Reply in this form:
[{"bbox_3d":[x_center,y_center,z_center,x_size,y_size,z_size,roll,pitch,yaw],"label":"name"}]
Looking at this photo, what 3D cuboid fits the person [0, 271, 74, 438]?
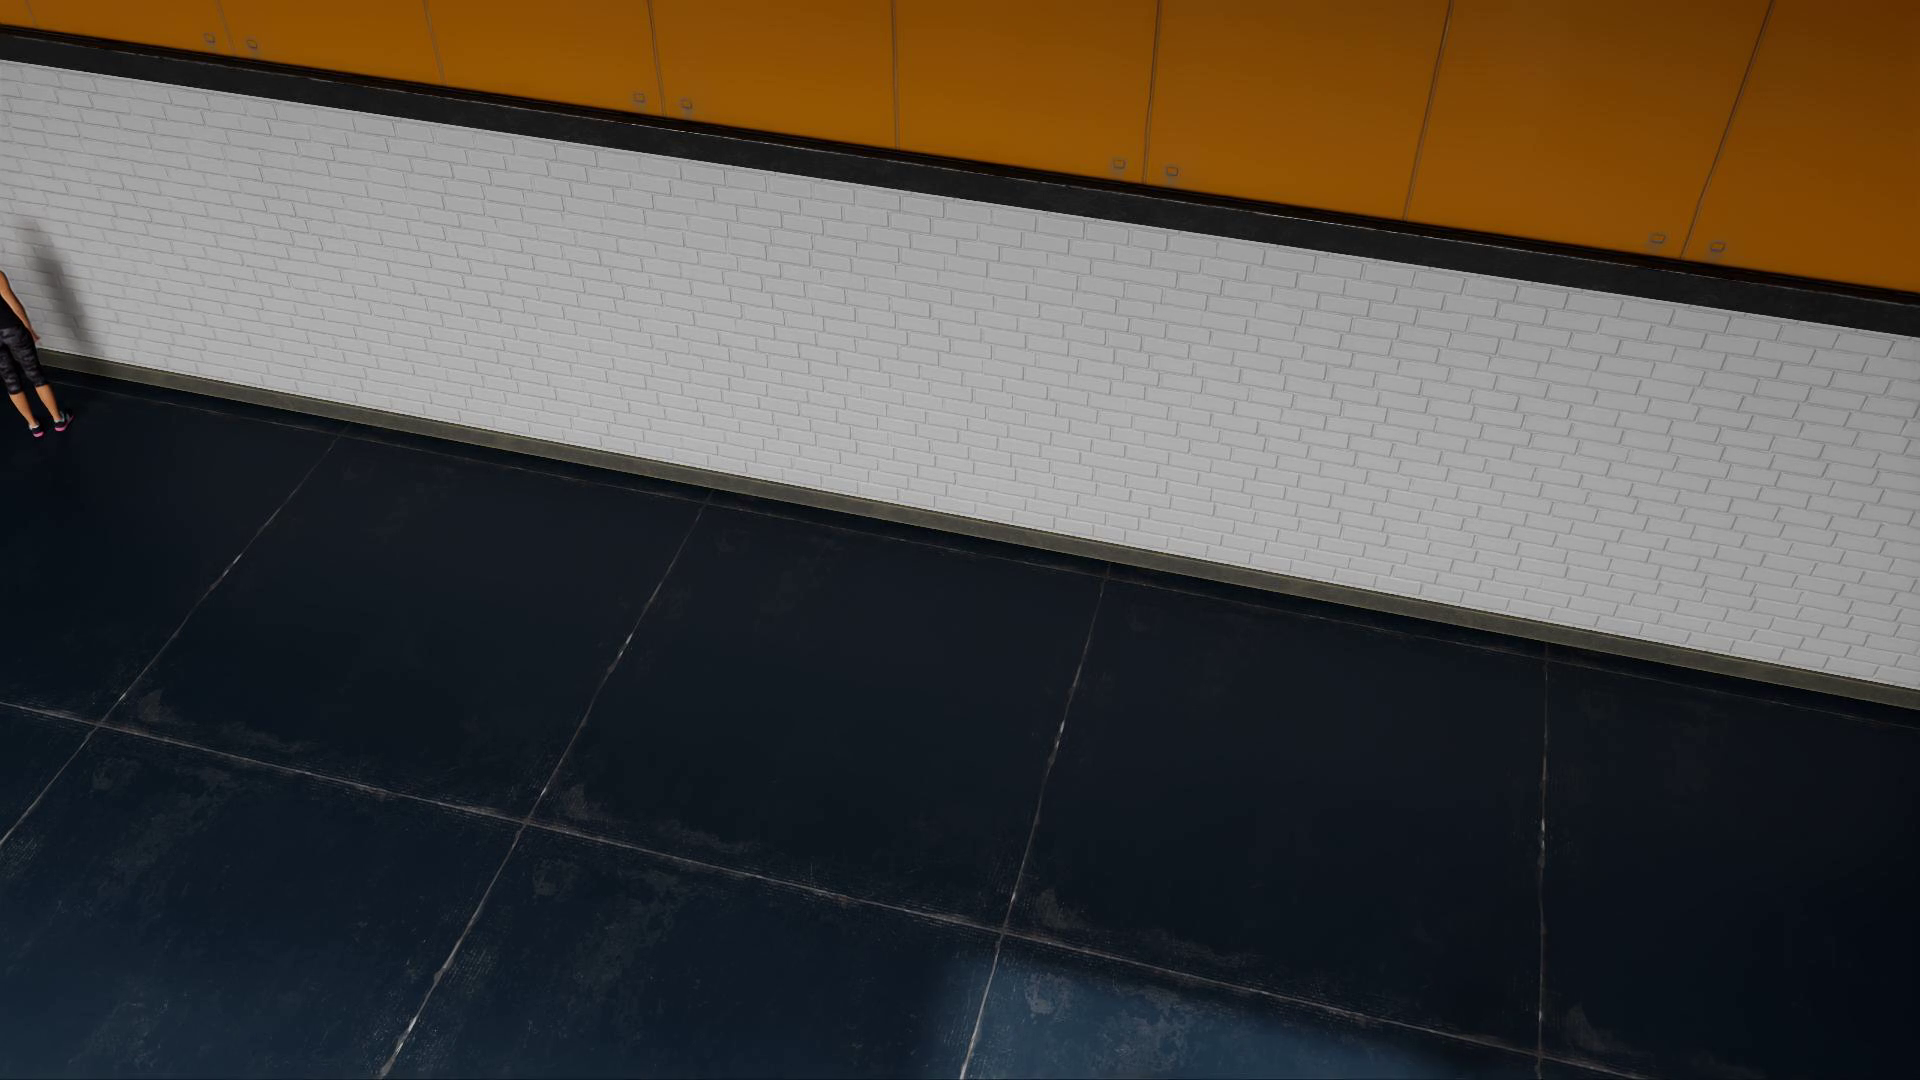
[{"bbox_3d":[-7.064,-1.499,12.273,0.658,1.730,0.689,-13,45,-13],"label":"person"}]
